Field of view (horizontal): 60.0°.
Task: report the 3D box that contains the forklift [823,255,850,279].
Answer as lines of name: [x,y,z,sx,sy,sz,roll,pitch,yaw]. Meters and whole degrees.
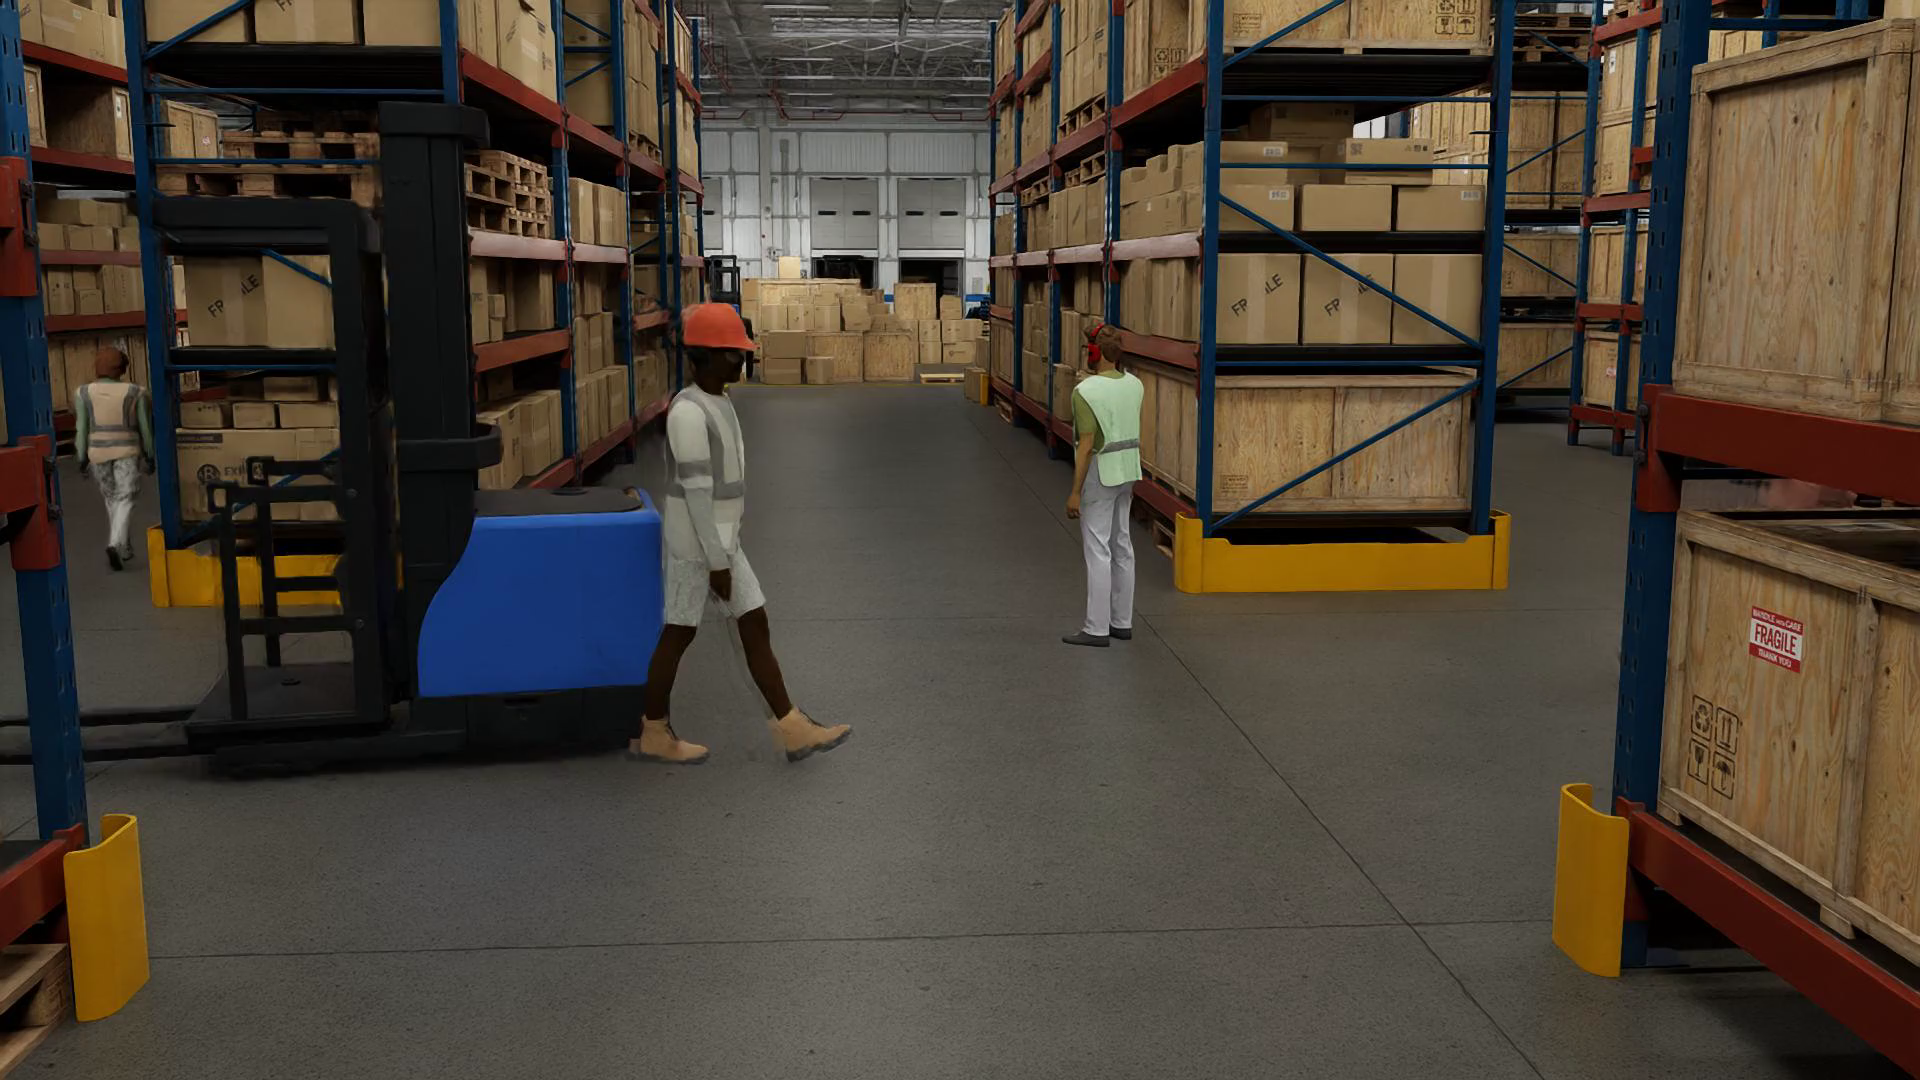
forklift: [-4.347,-8.652,58.655,1.129,2.768,1.873,-6,11,-31]

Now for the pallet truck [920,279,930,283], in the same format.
pallet truck: [-0.932,-8.922,63.114,1.885,1.965,0.823,2,9,13]

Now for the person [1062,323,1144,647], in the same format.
person: [0.831,-0.307,9.496,0.389,1.847,0.567,8,12,40]

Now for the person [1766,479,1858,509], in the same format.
person: [4.201,-0.098,8.160,0.986,1.852,0.664,3,9,16]

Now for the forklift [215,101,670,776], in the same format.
forklift: [-2.316,-0.497,7.452,1.873,2.768,1.129,-2,9,-14]

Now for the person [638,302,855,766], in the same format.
person: [-0.952,0.008,7.042,1.024,1.990,0.629,2,9,10]

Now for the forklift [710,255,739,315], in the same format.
forklift: [-8.368,-8.713,59.038,1.129,2.768,1.873,-1,9,-4]

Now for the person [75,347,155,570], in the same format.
person: [-6.147,-0.599,12.088,0.520,1.606,0.774,-1,9,-8]
